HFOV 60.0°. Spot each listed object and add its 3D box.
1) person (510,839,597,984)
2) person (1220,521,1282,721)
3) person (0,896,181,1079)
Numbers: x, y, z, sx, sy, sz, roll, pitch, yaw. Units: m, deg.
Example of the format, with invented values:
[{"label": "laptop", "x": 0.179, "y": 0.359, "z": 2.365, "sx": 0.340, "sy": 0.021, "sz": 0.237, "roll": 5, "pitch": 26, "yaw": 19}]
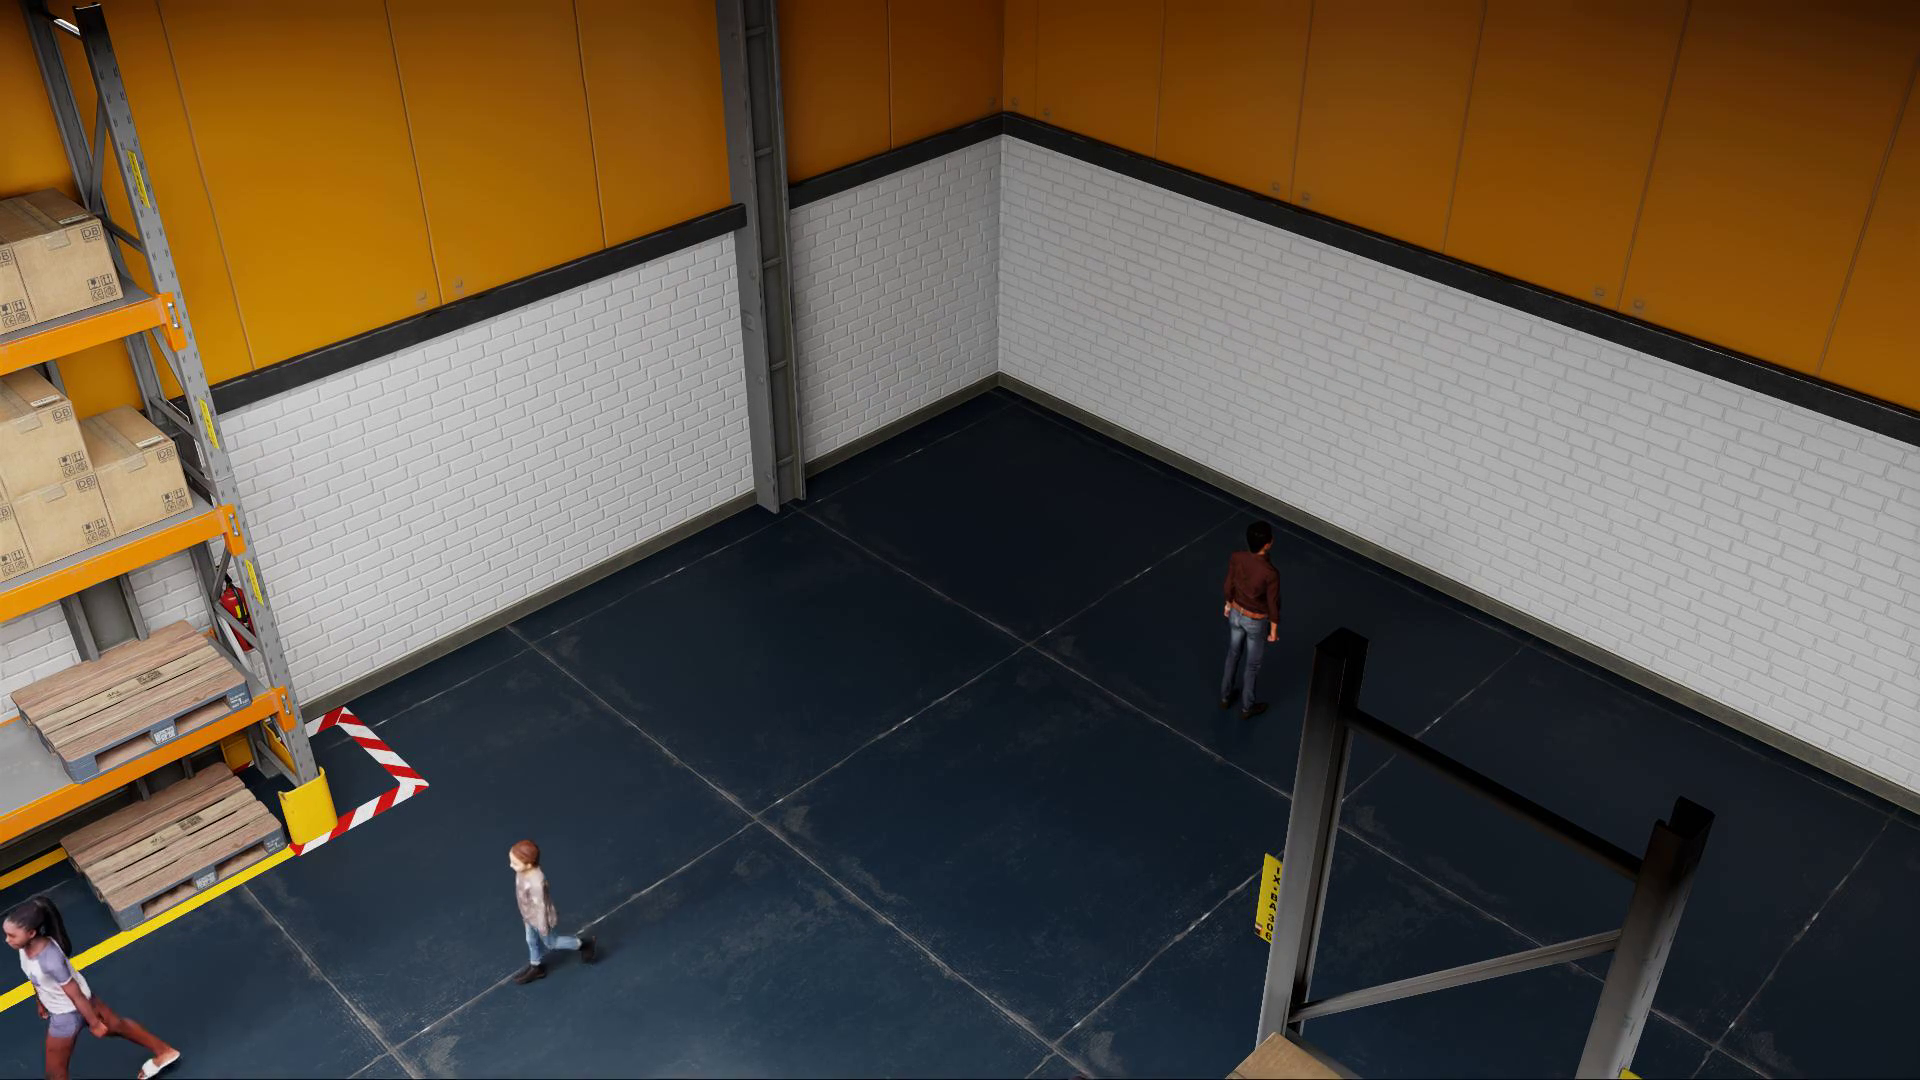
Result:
[{"label": "person", "x": -2.690, "y": 2.400, "z": 10.808, "sx": 0.832, "sy": 1.182, "sz": 0.605, "roll": -18, "pitch": 38, "yaw": -25}, {"label": "person", "x": 2.254, "y": 0.613, "z": 12.956, "sx": 0.647, "sy": 1.780, "sz": 0.494, "roll": 29, "pitch": 43, "yaw": 36}, {"label": "person", "x": -5.173, "y": 2.752, "z": 9.841, "sx": 0.625, "sy": 1.667, "sz": 1.195, "roll": 27, "pitch": 42, "yaw": 35}]
